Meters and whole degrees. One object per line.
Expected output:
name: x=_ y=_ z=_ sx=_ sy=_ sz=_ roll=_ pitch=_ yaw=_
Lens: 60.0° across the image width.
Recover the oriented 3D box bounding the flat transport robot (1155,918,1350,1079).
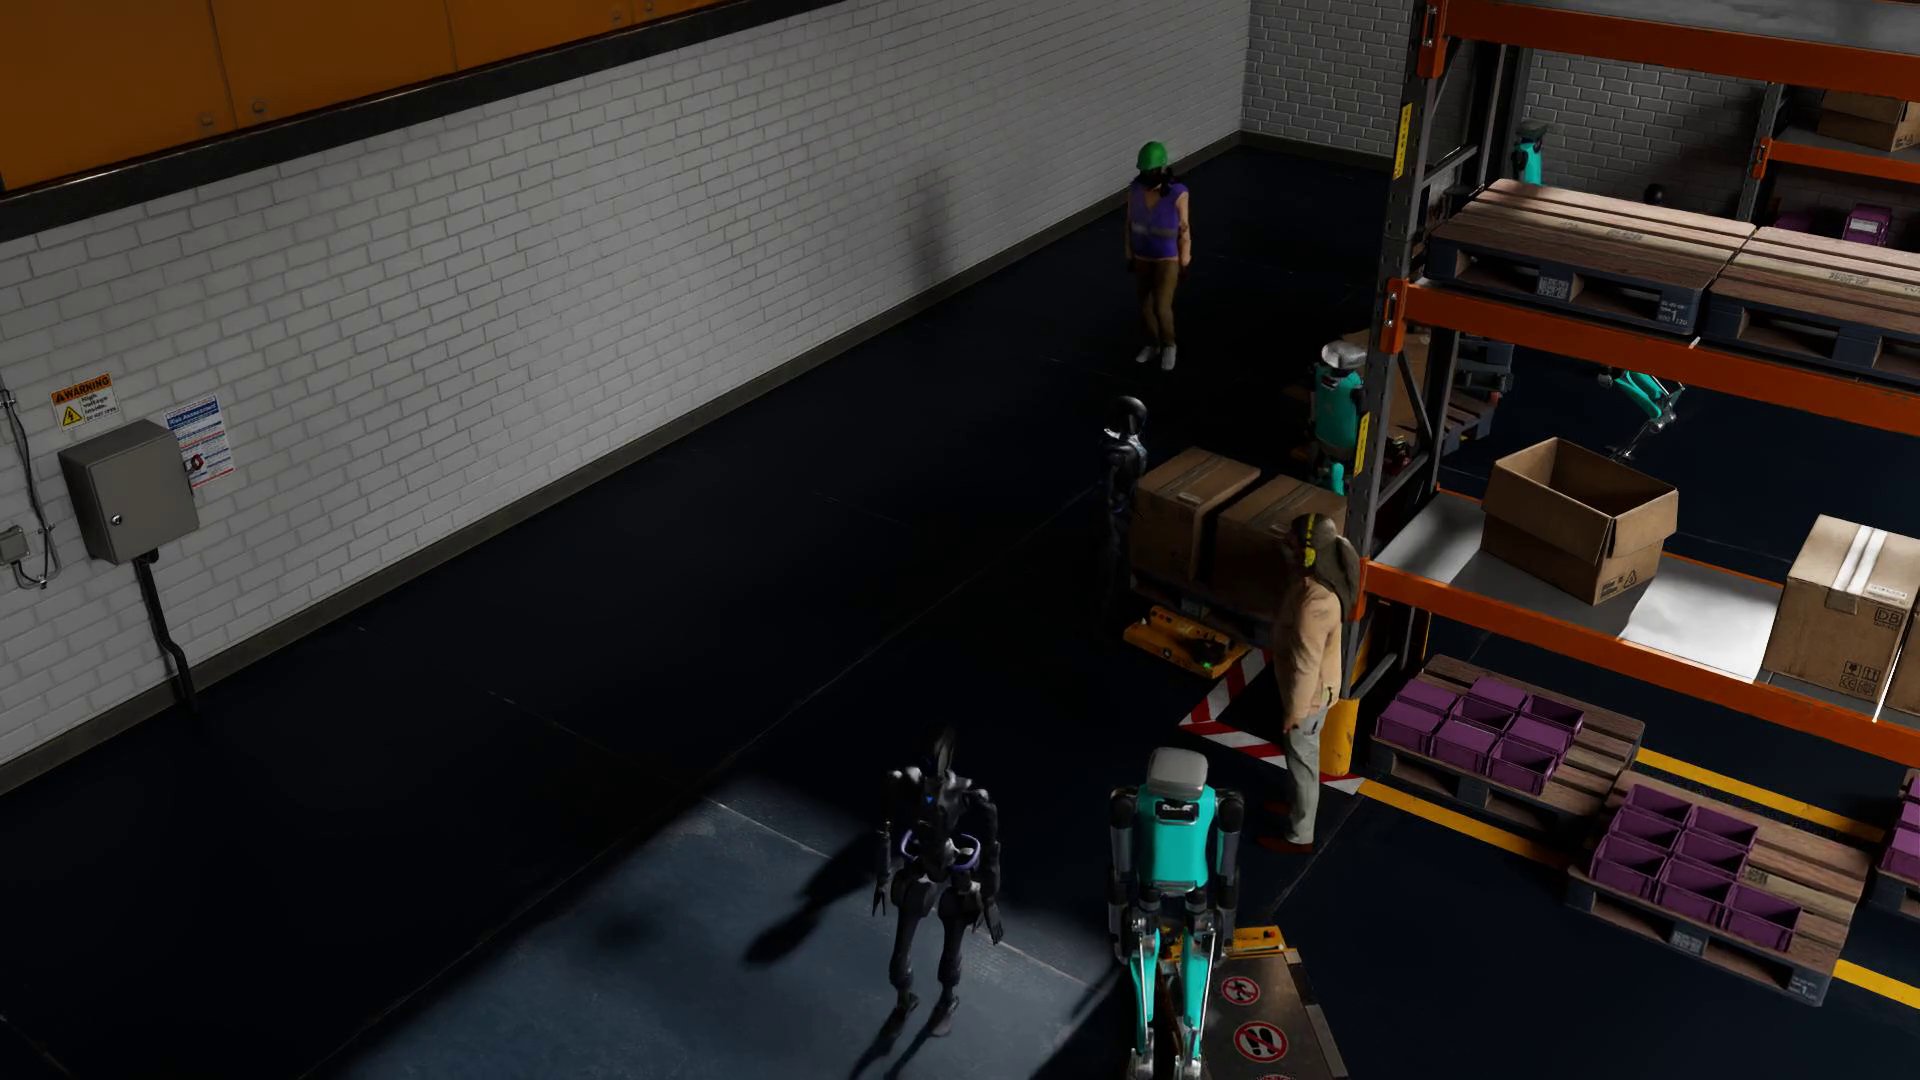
flat transport robot: x=1.267 y=2.196 z=7.229 sx=0.659 sy=0.231 sz=1.431 roll=-3 pitch=30 yaw=-6

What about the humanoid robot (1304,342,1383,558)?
humanoid robot: x=2.495 y=-0.441 z=10.336 sx=0.782 sy=1.772 sz=0.532 roll=-18 pitch=34 yaw=-28

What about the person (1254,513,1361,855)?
person: x=1.706 y=0.706 z=8.223 sx=0.391 sy=1.868 sz=0.557 roll=7 pitch=31 yaw=12

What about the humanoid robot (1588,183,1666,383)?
humanoid robot: x=5.373 y=-2.026 z=13.138 sx=0.591 sy=1.645 sz=0.412 roll=10 pitch=31 yaw=17

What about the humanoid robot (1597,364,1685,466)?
humanoid robot: x=4.801 y=-1.257 z=11.617 sx=0.533 sy=1.677 sz=0.735 roll=-25 pitch=38 yaw=-36

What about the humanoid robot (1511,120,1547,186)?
humanoid robot: x=5.118 y=-2.647 z=14.193 sx=1.015 sy=1.752 sz=0.559 roll=17 pitch=34 yaw=27

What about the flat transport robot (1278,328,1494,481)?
flat transport robot: x=3.171 y=-0.776 z=12.385 sx=1.431 sy=0.231 sz=0.659 roll=-23 pitch=37 yaw=-34

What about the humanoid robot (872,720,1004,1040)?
humanoid robot: x=-0.092 y=1.474 z=7.079 sx=0.600 sy=1.653 sz=0.371 roll=9 pitch=31 yaw=15

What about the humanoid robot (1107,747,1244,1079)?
humanoid robot: x=0.833 y=1.682 z=6.594 sx=0.547 sy=1.751 sz=0.679 roll=2 pitch=30 yaw=4

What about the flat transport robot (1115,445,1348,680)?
flat transport robot: x=1.704 y=0.385 z=10.371 sx=0.659 sy=0.231 sz=1.431 roll=24 pitch=37 yaw=35

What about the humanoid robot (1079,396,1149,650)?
humanoid robot: x=0.885 y=-0.134 z=9.864 sx=0.408 sy=1.638 sz=0.594 roll=10 pitch=32 yaw=17

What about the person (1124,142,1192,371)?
person: x=1.573 y=-2.277 z=13.366 sx=0.564 sy=1.897 sz=0.532 roll=17 pitch=34 yaw=27
